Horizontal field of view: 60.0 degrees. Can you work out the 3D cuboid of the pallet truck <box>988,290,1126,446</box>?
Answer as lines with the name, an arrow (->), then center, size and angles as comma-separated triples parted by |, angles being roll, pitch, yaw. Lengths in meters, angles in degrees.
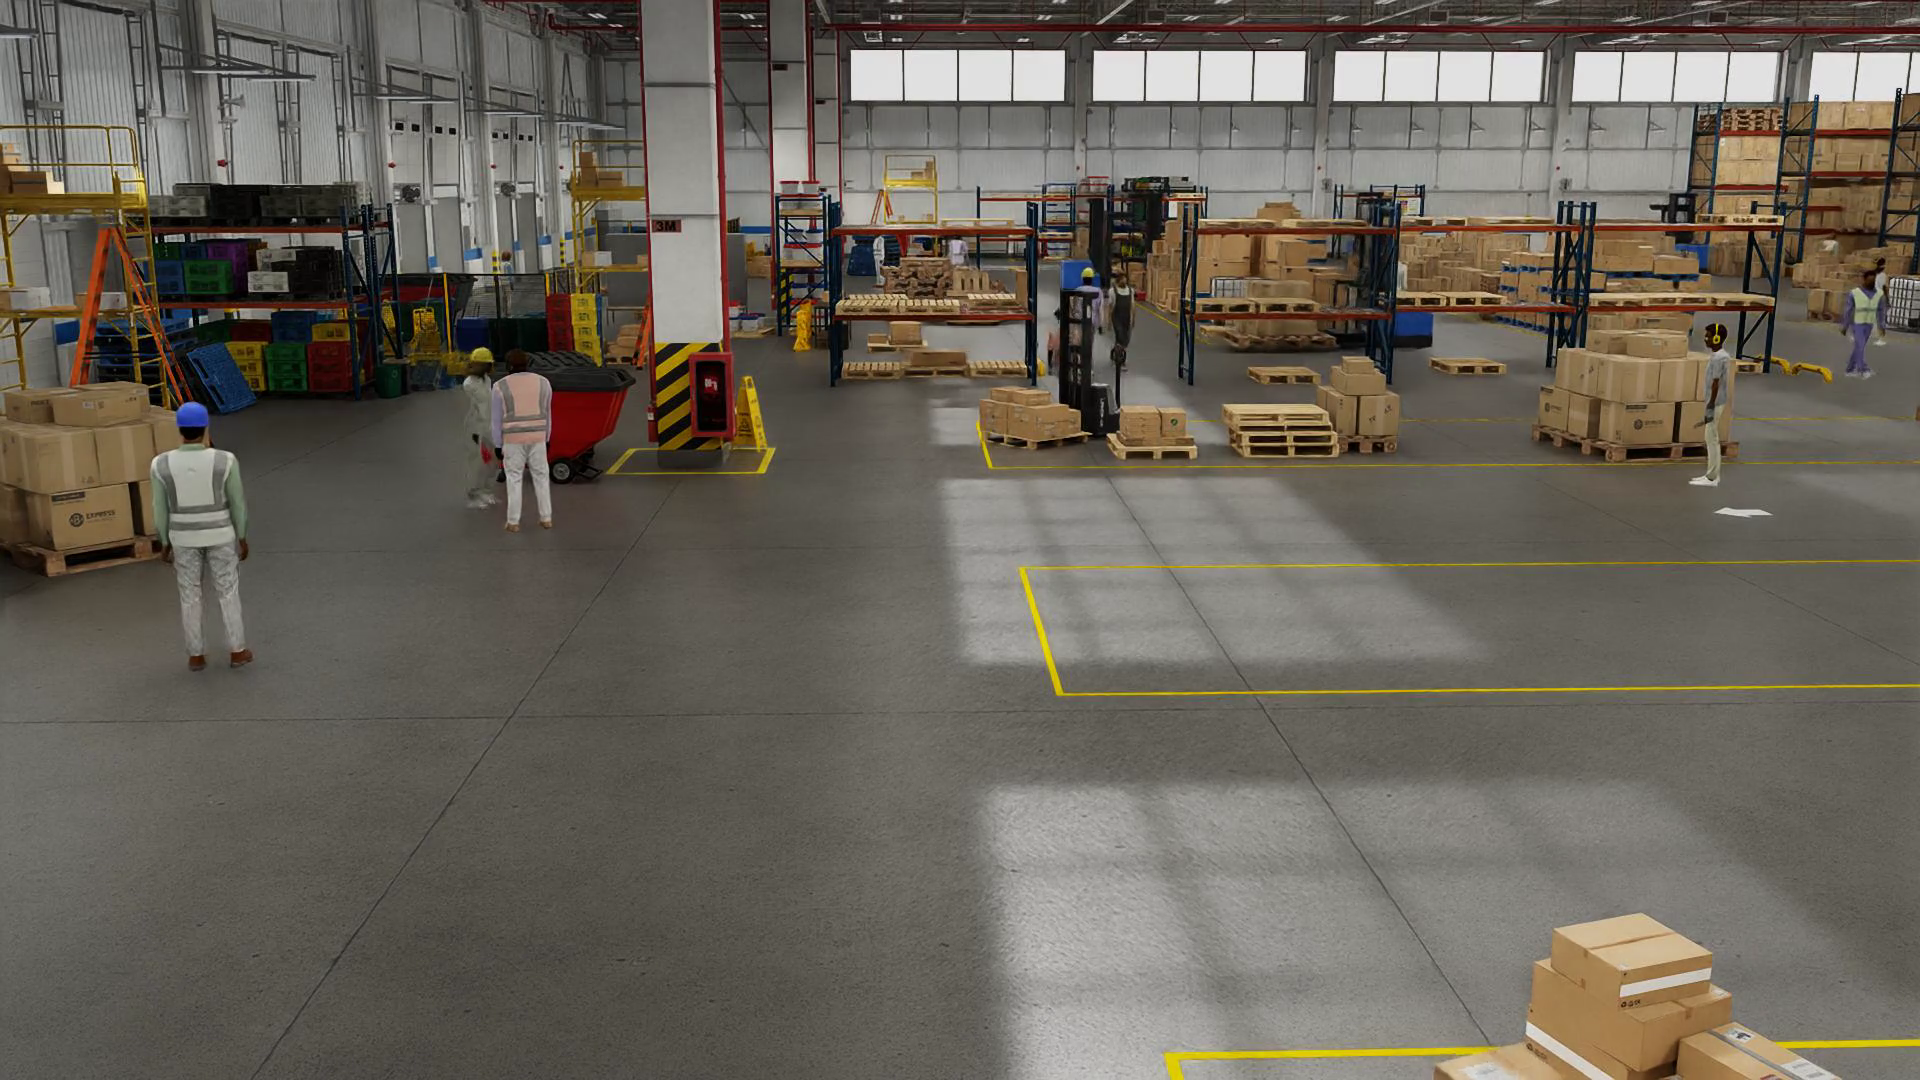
pallet truck -> 1.257, -2.299, 22.111 | 1.885, 1.965, 0.823 | -9, 15, -35

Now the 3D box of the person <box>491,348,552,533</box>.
person -> -4.370, -0.992, 16.611 | 0.620, 1.837, 0.430 | -8, 15, -32

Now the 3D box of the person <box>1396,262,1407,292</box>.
person -> 9.329, -5.331, 35.983 | 0.642, 1.912, 0.762 | 3, 13, 12

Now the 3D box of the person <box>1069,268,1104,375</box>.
person -> 2.240, -3.872, 29.525 | 0.596, 1.871, 1.026 | -4, 13, -19

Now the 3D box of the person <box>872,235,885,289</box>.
person -> -2.499, -8.687, 51.208 | 0.337, 1.882, 0.584 | -5, 14, -23

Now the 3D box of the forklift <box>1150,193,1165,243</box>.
forklift -> 6.713, -10.463, 56.963 | 1.873, 2.768, 1.129 | 0, 12, -1

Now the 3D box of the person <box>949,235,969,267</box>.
person -> -0.065, -8.196, 49.016 | 0.546, 1.894, 1.019 | 6, 14, 25

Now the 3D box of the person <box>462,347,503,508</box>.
person -> -5.098, -1.185, 17.712 | 0.481, 1.721, 0.505 | 5, 13, 22

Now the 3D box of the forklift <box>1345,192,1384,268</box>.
forklift -> 14.685, -11.108, 59.875 | 1.129, 2.768, 1.873 | 0, 12, -2

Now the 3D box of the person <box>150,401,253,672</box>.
person -> -5.432, -0.023, 11.946 | 0.615, 1.945, 0.404 | -4, 13, -17

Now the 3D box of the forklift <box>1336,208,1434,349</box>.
forklift -> 8.561, -5.288, 33.594 | 1.873, 2.768, 1.129 | 0, 12, -2

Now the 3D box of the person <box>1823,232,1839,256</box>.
person -> 28.188, -9.162, 53.953 | 0.725, 1.617, 0.514 | -10, 16, -39

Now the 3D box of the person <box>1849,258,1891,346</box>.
person -> 18.969, -4.968, 34.597 | 0.509, 1.818, 0.994 | -5, 14, -23

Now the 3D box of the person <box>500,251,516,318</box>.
person -> -11.120, -6.258, 40.823 | 0.313, 1.634, 0.514 | -9, 16, -36

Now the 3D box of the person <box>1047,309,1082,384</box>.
person -> 1.509, -2.475, 23.650 | 0.548, 1.654, 0.643 | 4, 13, 19

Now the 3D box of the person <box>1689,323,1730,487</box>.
person -> 8.586, -1.535, 18.989 | 0.328, 1.861, 0.503 | 6, 14, 24

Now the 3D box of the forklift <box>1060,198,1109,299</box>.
forklift -> 3.798, -8.210, 46.791 | 1.873, 2.768, 1.129 | 0, 12, -2

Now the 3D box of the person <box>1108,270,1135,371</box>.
person -> 2.902, -3.985, 30.145 | 0.518, 1.819, 0.681 | -4, 13, -16

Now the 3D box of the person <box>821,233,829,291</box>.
person -> -3.526, -7.246, 44.587 | 0.362, 1.935, 0.552 | -7, 14, -27

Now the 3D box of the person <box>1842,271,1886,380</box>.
person -> 15.663, -3.699, 28.736 | 0.615, 1.863, 1.025 | -1, 13, -4

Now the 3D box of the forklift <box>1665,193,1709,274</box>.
forklift -> 24.823, -10.544, 57.328 | 1.129, 2.768, 1.873 | -4, 13, -16
